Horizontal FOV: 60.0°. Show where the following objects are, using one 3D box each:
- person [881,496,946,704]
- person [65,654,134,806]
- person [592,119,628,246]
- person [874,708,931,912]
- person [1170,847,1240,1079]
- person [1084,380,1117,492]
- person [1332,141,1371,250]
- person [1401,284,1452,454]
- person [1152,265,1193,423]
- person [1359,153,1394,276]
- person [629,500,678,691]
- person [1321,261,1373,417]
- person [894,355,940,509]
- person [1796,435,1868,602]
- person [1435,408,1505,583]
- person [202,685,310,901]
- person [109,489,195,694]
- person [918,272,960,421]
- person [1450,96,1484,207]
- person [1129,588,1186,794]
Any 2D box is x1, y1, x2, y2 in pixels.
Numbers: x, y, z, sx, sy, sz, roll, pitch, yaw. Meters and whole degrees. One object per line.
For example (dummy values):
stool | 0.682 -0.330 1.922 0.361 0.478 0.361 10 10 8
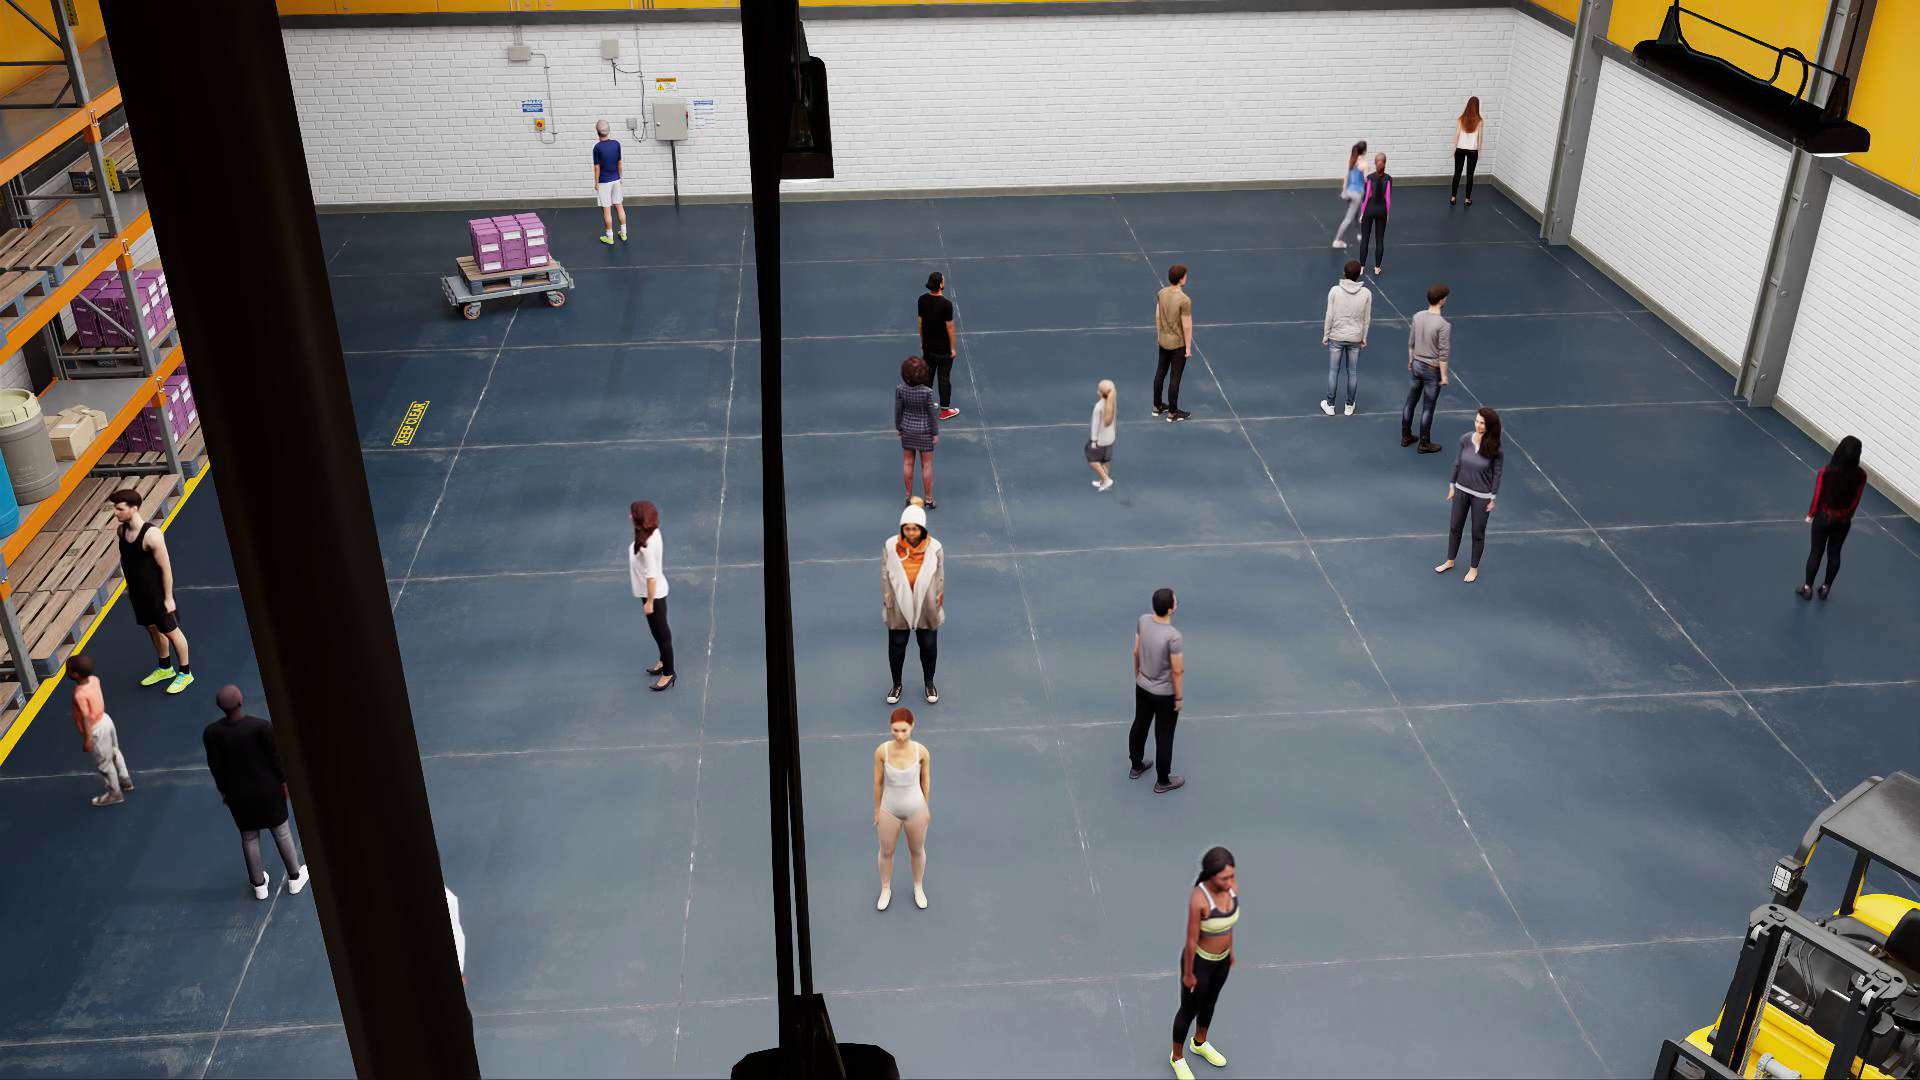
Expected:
person | -0.392 0.507 14.007 0.701 1.887 0.670 0 29 -1
person | -6.672 1.451 12.881 0.538 1.310 0.411 -2 29 -4
person | -5.243 -5.355 24.806 0.719 1.838 0.756 -25 37 -37
person | -0.407 1.888 11.731 0.542 1.644 0.476 -2 29 -3
person | 1.524 2.600 10.312 0.644 1.753 0.664 -20 35 -32
person | 1.546 -1.079 17.564 0.731 1.267 0.669 24 37 37
person | 5.778 -5.051 24.530 0.922 1.569 1.063 -16 32 -26
person | 5.159 -1.898 18.398 0.840 1.905 0.701 -17 33 -29
person | 2.445 -2.284 19.164 0.812 1.851 0.702 -21 35 -33
person | 5.873 -4.624 23.556 0.593 1.752 0.604 2 29 4
person | -2.610 0.460 14.192 0.683 1.794 0.483 -5 29 -10
person | 4.466 -2.344 19.271 0.694 1.853 0.607 1 29 2
person | -0.442 -1.095 17.140 0.695 1.702 0.689 10 30 18
person | 8.157 -0.194 15.533 0.623 1.657 0.574 3 29 5
person | 4.908 -0.452 15.891 0.679 1.768 0.733 21 35 33
person | -5.016 1.784 11.800 0.659 1.761 0.577 -5 29 -9
person | -6.900 0.414 14.175 0.775 1.892 0.771 13 31 22
person | -0.264 -2.251 19.198 0.731 1.758 0.767 17 33 28
person | 8.065 -6.186 26.452 0.652 1.721 0.655 12 31 21
person | 1.542 1.146 12.977 0.759 1.754 0.665 -23 36 -36
